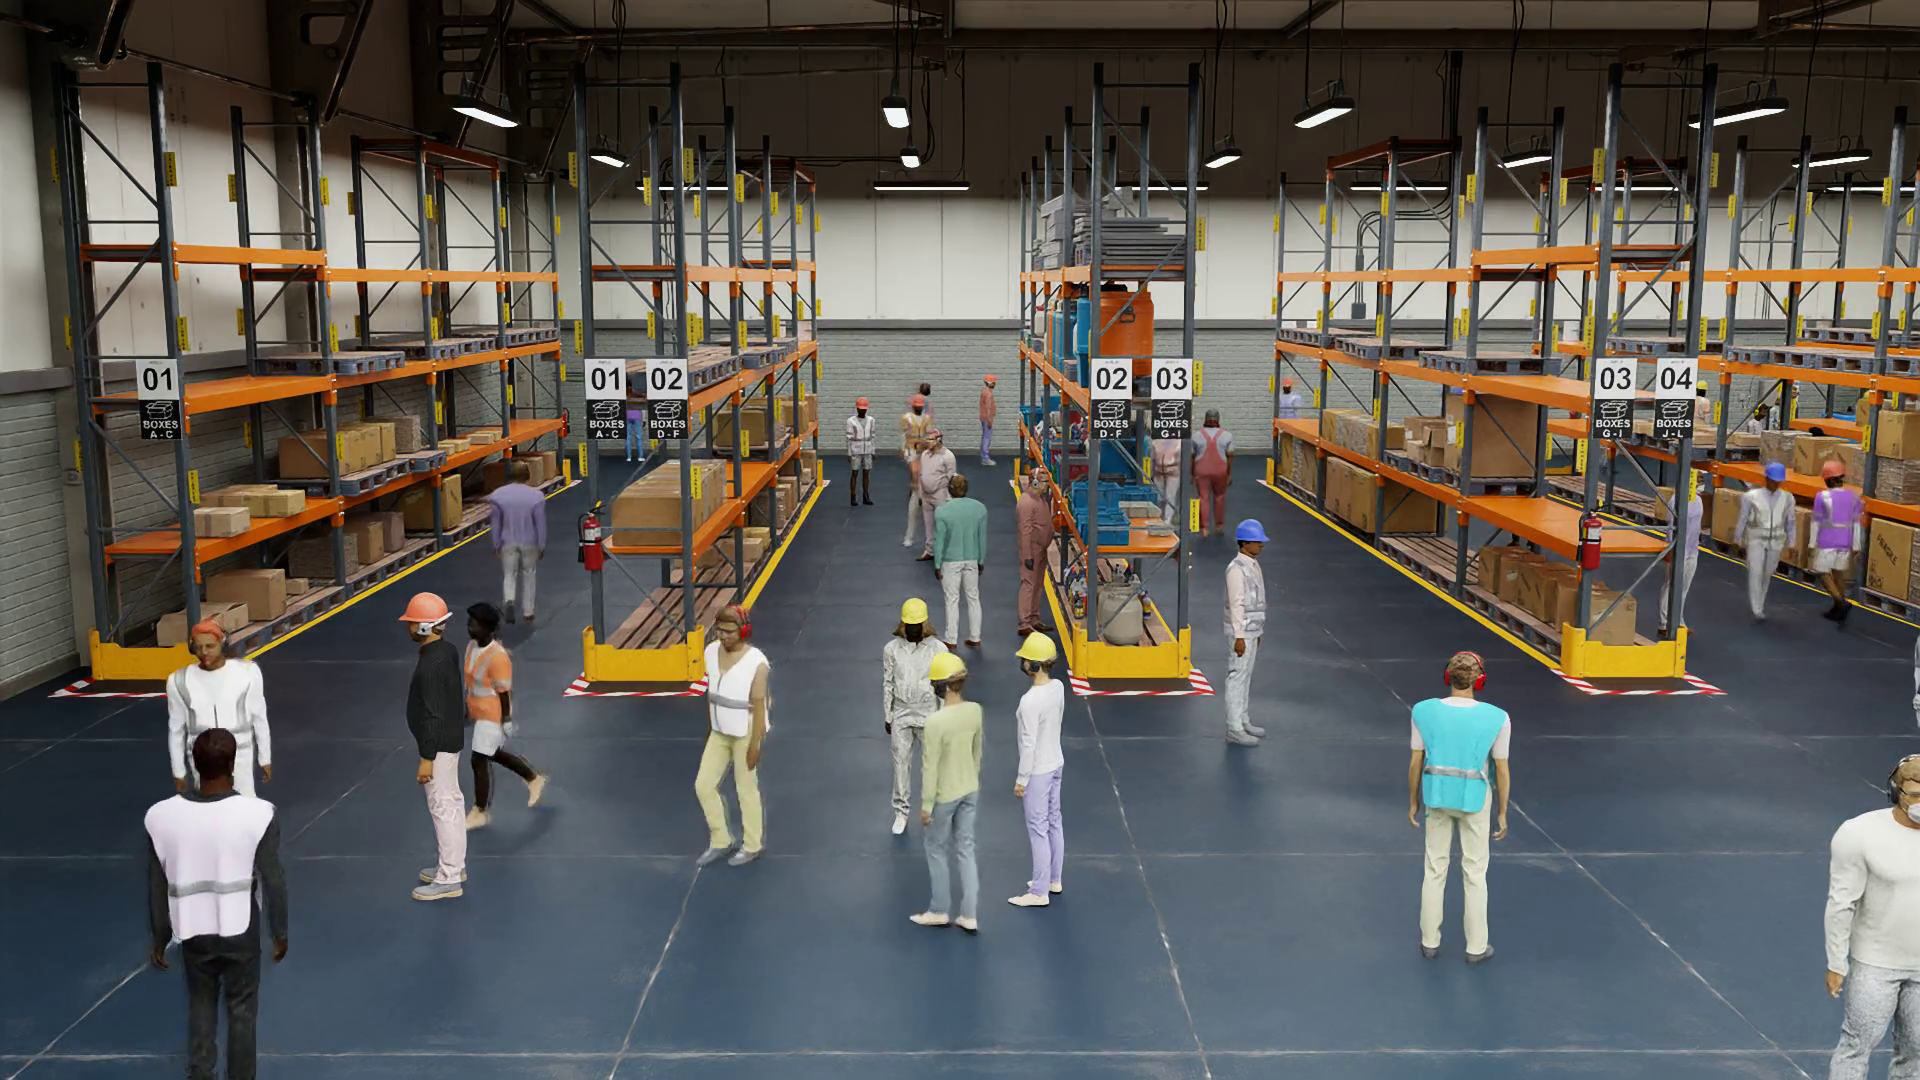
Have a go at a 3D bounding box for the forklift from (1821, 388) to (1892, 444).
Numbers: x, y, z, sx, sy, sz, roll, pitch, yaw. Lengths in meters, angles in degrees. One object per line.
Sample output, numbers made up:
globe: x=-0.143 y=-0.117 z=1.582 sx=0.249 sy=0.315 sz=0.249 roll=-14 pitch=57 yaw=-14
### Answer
forklift: x=20.072 y=-3.110 z=36.462 sx=1.873 sy=2.768 sz=1.129 roll=0 pitch=9 yaw=0

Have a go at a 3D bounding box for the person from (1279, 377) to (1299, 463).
person: x=7.278 y=-2.675 z=36.874 sx=0.552 sy=1.894 sz=0.998 roll=4 pitch=10 yaw=26

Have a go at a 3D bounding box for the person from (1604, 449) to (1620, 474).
person: x=13.530 y=-2.236 z=34.343 sx=0.430 sy=1.800 sz=0.666 roll=1 pitch=9 yaw=8

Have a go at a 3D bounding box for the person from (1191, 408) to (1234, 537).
person: x=3.962 y=-1.104 z=26.246 sx=0.702 sy=2.000 sz=0.957 roll=1 pitch=9 yaw=9

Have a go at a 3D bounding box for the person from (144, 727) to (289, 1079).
person: x=-3.478 y=1.823 z=7.838 sx=0.620 sy=1.905 sz=0.445 roll=-1 pitch=9 yaw=-8

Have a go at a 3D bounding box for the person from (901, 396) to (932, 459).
person: x=-0.738 y=-1.676 z=30.387 sx=0.574 sy=1.891 sz=0.949 roll=-3 pitch=9 yaw=-21

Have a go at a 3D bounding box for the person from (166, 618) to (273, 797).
person: x=-4.715 y=1.411 z=10.606 sx=0.605 sy=1.866 sz=0.467 roll=-3 pitch=9 yaw=-17

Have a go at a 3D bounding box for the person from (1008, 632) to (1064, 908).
person: x=0.500 y=1.459 z=10.632 sx=0.301 sy=1.772 sz=0.524 roll=4 pitch=10 yaw=26

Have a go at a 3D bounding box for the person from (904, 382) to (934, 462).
person: x=-0.849 y=-2.497 z=35.931 sx=0.693 sy=1.826 sz=0.631 roll=-1 pitch=9 yaw=-6

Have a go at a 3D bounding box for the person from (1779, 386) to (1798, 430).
person: x=17.062 y=-2.254 z=34.268 sx=0.506 sy=1.847 sz=0.346 roll=-4 pitch=10 yaw=-24

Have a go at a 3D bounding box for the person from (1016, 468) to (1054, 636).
person: x=0.860 y=0.133 z=18.764 sx=0.402 sy=1.900 sz=0.647 roll=3 pitch=9 yaw=20

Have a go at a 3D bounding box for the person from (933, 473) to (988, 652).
person: x=0.005 y=0.240 z=17.966 sx=0.628 sy=1.932 sz=0.370 roll=-4 pitch=10 yaw=-26

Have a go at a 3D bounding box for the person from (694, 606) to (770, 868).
person: x=-1.570 y=1.340 z=11.219 sx=0.587 sy=1.817 sz=0.611 roll=7 pitch=11 yaw=39

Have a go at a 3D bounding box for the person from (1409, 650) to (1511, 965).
person: x=2.902 y=1.562 z=9.716 sx=0.566 sy=1.844 sz=0.381 roll=4 pitch=10 yaw=26

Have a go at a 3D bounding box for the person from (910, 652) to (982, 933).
person: x=-0.072 y=1.541 z=10.164 sx=0.476 sy=1.756 sz=0.553 roll=8 pitch=12 yaw=41

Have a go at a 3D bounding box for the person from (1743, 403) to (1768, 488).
person: x=13.973 y=-1.478 z=29.222 sx=0.329 sy=1.865 sz=0.510 roll=7 pitch=11 yaw=38

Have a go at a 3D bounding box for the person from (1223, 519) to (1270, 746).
person: x=2.470 y=0.784 z=14.399 sx=0.391 sy=1.948 sz=0.605 roll=4 pitch=10 yaw=22

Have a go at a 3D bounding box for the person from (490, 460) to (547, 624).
person: x=-5.090 y=0.047 z=19.201 sx=0.639 sy=1.926 sz=0.606 roll=-1 pitch=9 yaw=-7

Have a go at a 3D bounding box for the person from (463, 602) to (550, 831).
person: x=-3.393 y=1.258 z=12.229 sx=0.748 sy=1.672 sz=0.530 roll=-6 pitch=11 yaw=-35

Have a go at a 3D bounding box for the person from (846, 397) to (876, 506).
person: x=-1.744 y=-1.575 z=29.611 sx=0.549 sy=1.933 sz=0.373 roll=-4 pitch=10 yaw=-25

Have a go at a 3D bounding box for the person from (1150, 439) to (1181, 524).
person: x=3.307 y=-1.019 z=26.439 sx=0.644 sy=1.810 sz=0.499 roll=5 pitch=10 yaw=30

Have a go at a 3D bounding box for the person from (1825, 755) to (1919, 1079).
person: x=4.160 y=1.881 z=7.368 sx=0.635 sy=1.937 sz=0.353 roll=1 pitch=9 yaw=7

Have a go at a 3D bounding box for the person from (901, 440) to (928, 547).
person: x=-0.589 y=-0.675 z=24.880 sx=0.521 sy=1.607 sz=0.794 roll=4 pitch=10 yaw=23

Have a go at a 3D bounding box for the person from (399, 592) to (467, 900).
person: x=-3.399 y=1.323 z=10.779 sx=0.379 sy=1.996 sz=0.610 roll=-1 pitch=9 yaw=-7

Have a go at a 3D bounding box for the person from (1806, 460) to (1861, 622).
person: x=10.194 y=0.037 z=19.306 sx=0.567 sy=1.919 sz=0.668 roll=-1 pitch=9 yaw=-6

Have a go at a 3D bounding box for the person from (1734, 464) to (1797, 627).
person: x=9.379 y=0.053 z=19.311 sx=0.632 sy=1.880 sz=0.999 roll=1 pitch=9 yaw=7

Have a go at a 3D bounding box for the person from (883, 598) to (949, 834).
person: x=-0.318 y=1.268 z=11.965 sx=0.484 sy=1.736 sz=0.322 roll=1 pitch=9 yaw=7

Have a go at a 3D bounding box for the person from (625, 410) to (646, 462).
person: x=-7.244 y=-2.687 z=36.788 sx=0.585 sy=1.929 sz=0.375 roll=-1 pitch=9 yaw=-4

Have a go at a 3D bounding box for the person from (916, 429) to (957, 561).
person: x=-0.358 y=-0.619 z=23.559 sx=0.655 sy=1.906 sz=0.407 roll=8 pitch=12 yaw=43

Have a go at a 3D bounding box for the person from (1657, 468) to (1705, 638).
person: x=8.067 y=0.149 z=18.556 sx=0.630 sy=1.931 sz=0.383 roll=-8 pitch=12 yaw=-41

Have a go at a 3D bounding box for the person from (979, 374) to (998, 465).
person: x=0.627 y=-2.619 z=36.187 sx=0.412 sy=1.986 sz=0.623 roll=-1 pitch=9 yaw=-8
